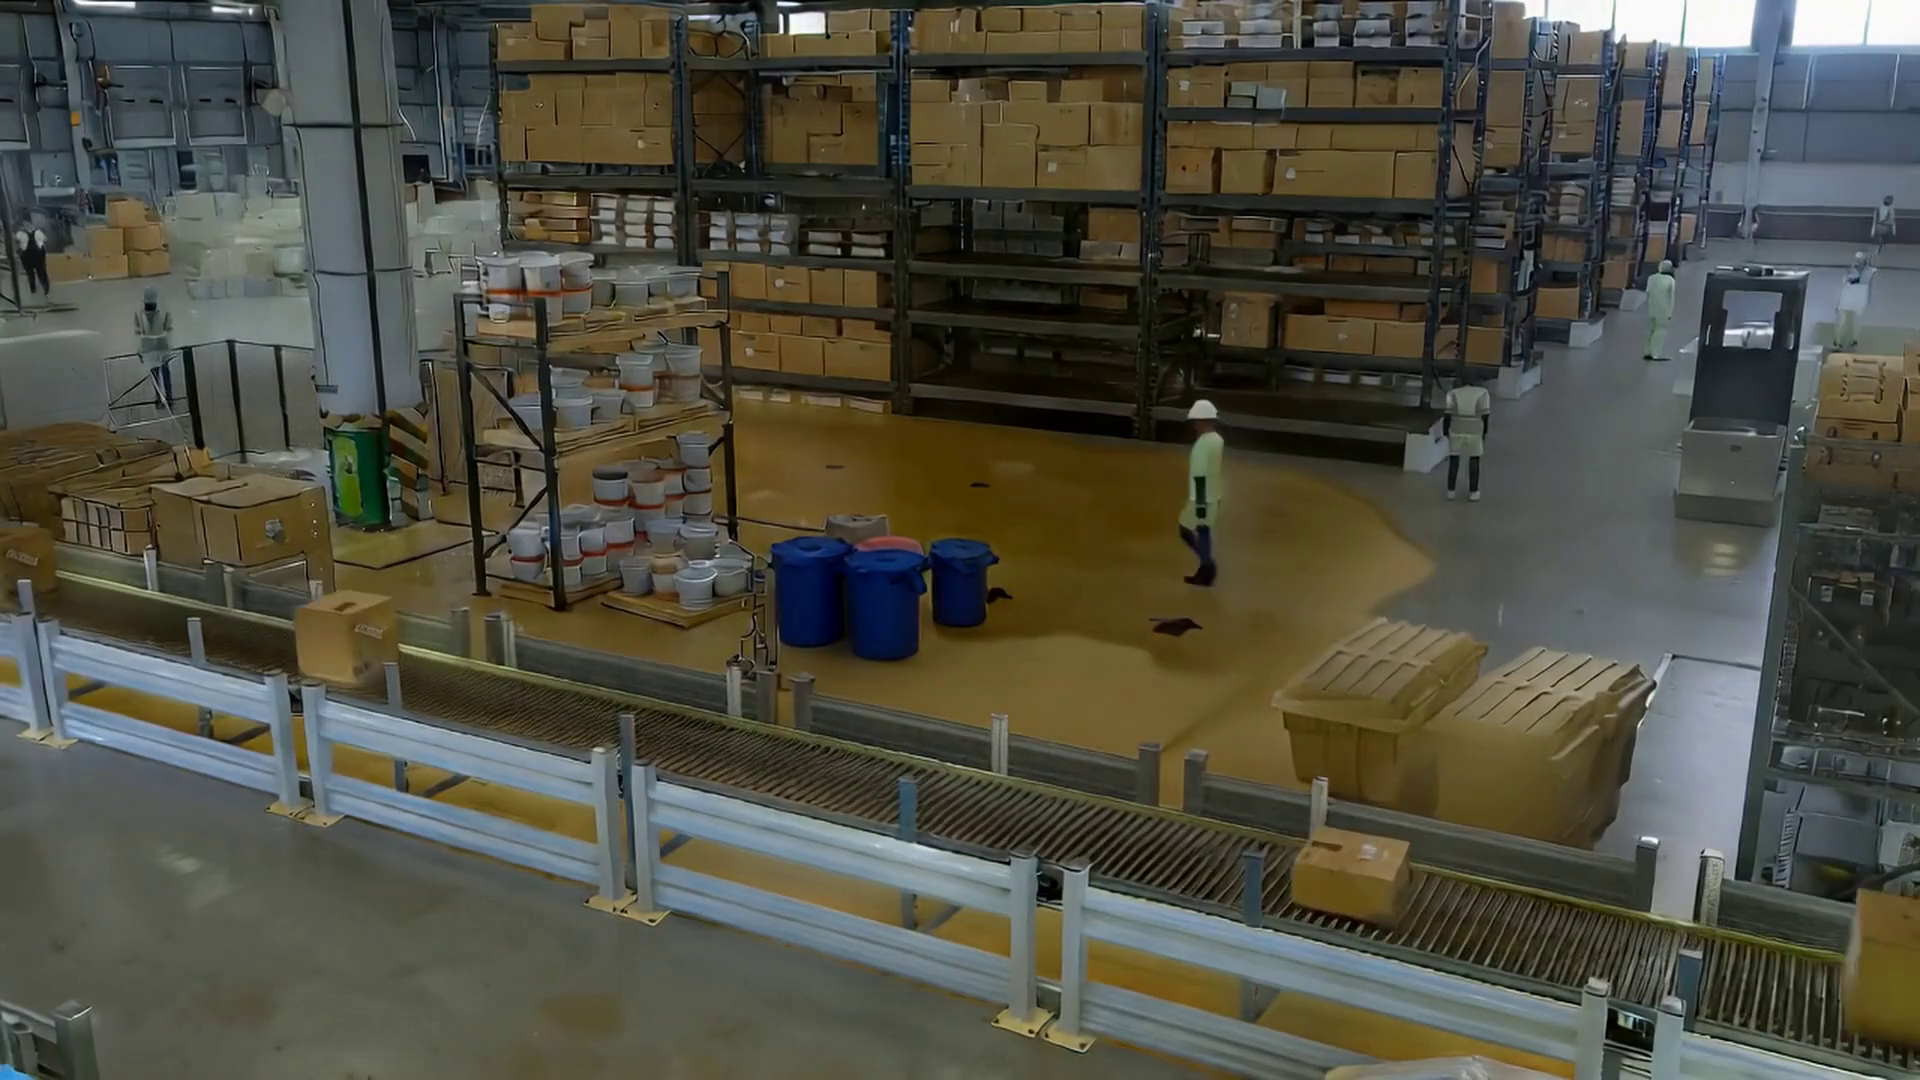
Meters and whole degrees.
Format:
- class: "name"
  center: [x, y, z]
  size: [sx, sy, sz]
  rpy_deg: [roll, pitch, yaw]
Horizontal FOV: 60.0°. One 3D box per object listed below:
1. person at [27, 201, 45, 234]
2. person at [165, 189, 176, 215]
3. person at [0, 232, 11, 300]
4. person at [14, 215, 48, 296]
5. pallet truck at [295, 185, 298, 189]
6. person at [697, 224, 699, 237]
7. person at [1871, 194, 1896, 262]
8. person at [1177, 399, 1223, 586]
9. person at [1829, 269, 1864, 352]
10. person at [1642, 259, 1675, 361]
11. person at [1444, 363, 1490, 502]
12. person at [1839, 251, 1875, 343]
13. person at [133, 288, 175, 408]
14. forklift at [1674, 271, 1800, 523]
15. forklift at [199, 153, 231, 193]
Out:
- class: "person"
  center: [-26.956, -8.944, 48.573]
  size: [0.618, 1.907, 0.445]
  rpy_deg: [10, 18, 32]
- class: "person"
  center: [-27.643, -11.480, 58.523]
  size: [0.319, 1.697, 0.532]
  rpy_deg: [10, 18, 33]
- class: "person"
  center: [-23.535, -6.857, 40.682]
  size: [0.363, 1.939, 0.636]
  rpy_deg: [-3, 15, -10]
- class: "person"
  center: [-23.064, -7.074, 41.300]
  size: [0.685, 2.000, 0.539]
  rpy_deg: [-13, 20, -41]
- class: "pallet truck"
  center: [-26.804, -14.617, 69.738]
  size: [1.885, 1.965, 0.823]
  rpy_deg: [-14, 20, -42]
- class: "person"
  center: [-7.887, -8.875, 48.927]
  size: [0.529, 1.595, 0.847]
  rpy_deg: [5, 16, 19]
- class: "person"
  center: [27.583, -9.310, 49.745]
  size: [0.731, 2.019, 0.617]
  rpy_deg: [-8, 17, -28]
- class: "person"
  center: [2.416, -0.464, 16.682]
  size: [0.398, 1.923, 0.551]
  rpy_deg: [10, 18, 34]
- class: "person"
  center: [17.138, -4.438, 32.190]
  size: [0.582, 1.609, 0.532]
  rpy_deg: [-13, 19, -39]
- class: "person"
  center: [13.121, -4.295, 31.135]
  size: [0.399, 1.900, 0.645]
  rpy_deg: [-6, 16, -23]
- class: "person"
  center: [6.175, -1.309, 20.288]
  size: [0.537, 1.695, 0.321]
  rpy_deg: [8, 17, 26]
- class: "person"
  center: [18.047, -4.901, 33.508]
  size: [0.571, 1.843, 0.373]
  rpy_deg: [11, 18, 35]
- class: "person"
  center: [-12.746, -3.029, 26.338]
  size: [0.551, 1.921, 0.424]
  rpy_deg: [-6, 16, -21]
- class: "forklift"
  center: [9.269, -1.763, 19.726]
  size: [1.129, 2.768, 1.873]
  rpy_deg: [8, 17, 27]
- class: "forklift"
  center: [-27.440, -12.865, 61.464]
  size: [1.873, 2.768, 1.129]
  rpy_deg: [8, 17, 28]
